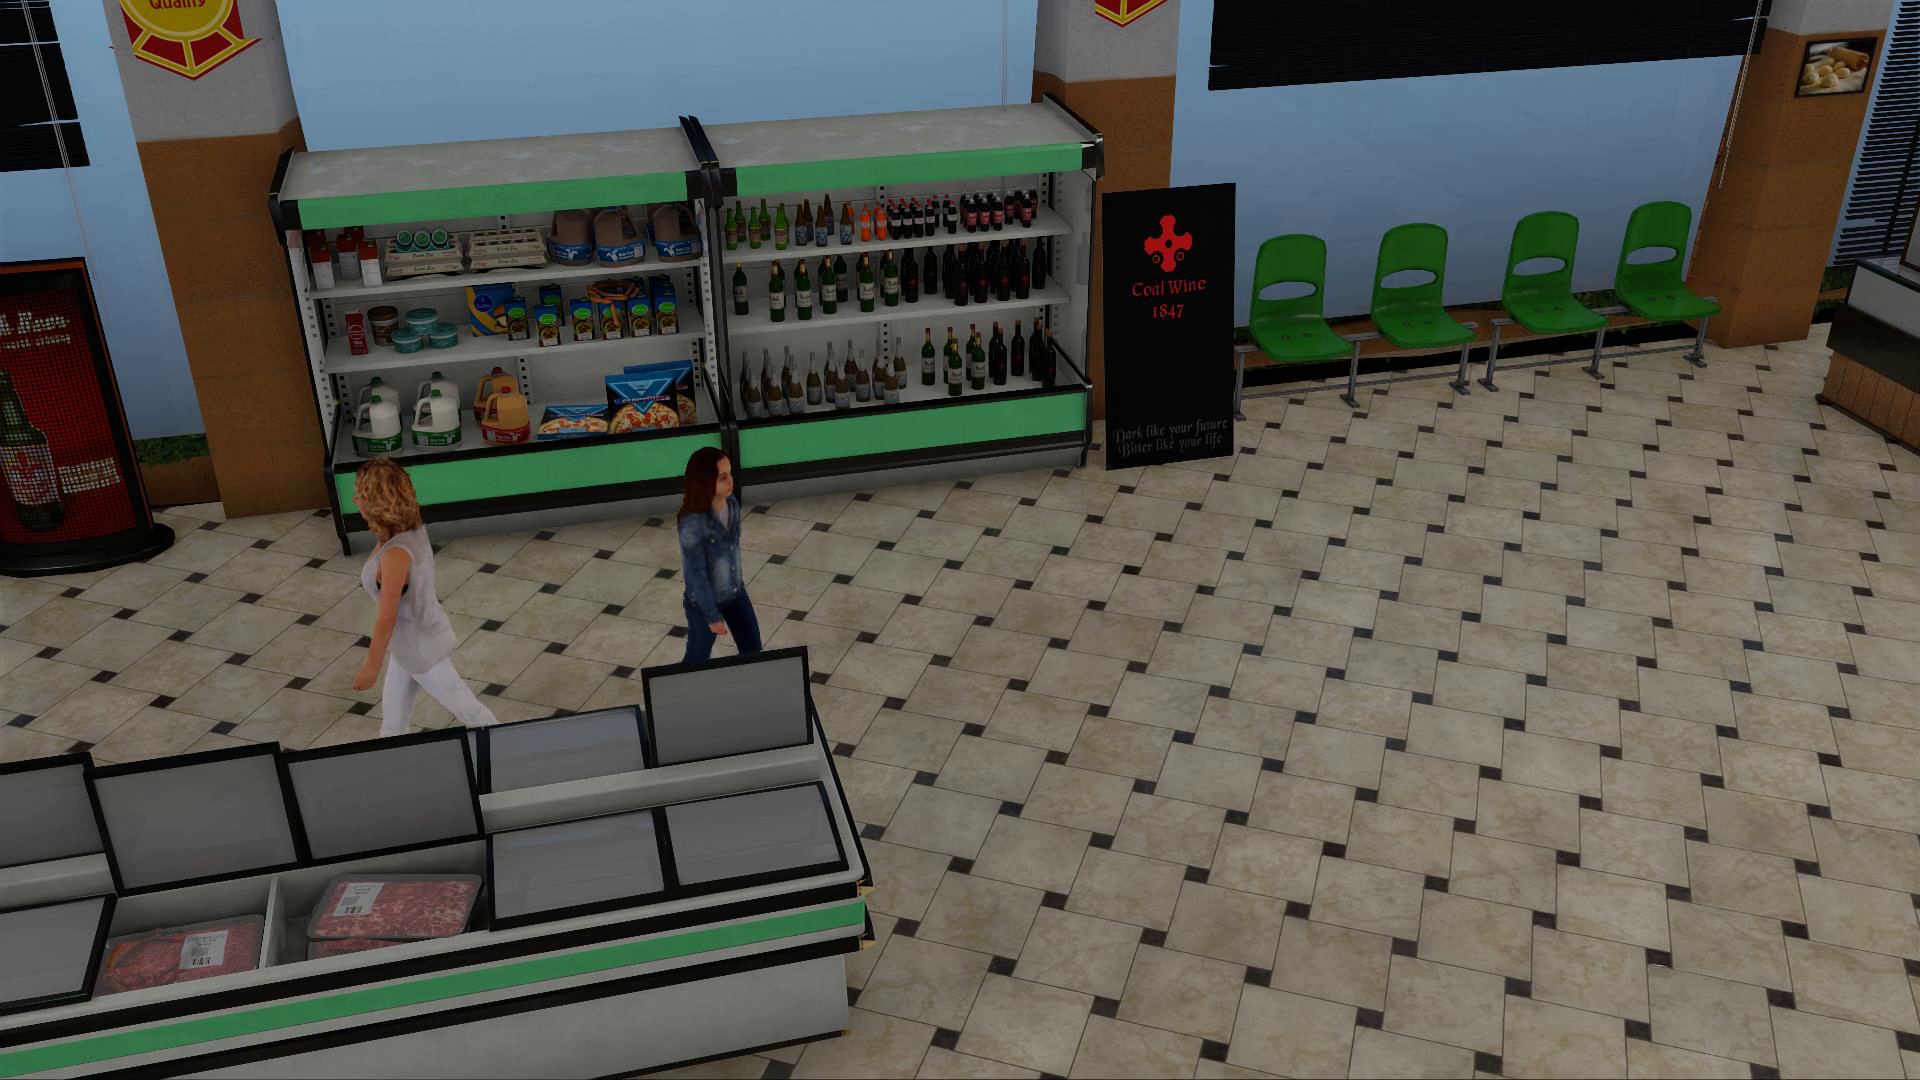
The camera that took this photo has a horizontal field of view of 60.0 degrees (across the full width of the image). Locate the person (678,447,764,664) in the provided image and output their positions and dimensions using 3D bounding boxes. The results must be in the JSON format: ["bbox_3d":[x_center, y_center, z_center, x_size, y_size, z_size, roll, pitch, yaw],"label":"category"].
[{"bbox_3d":[-1.181,0.247,7.560,0.985,1.453,0.925,16,33,27],"label":"person"}]

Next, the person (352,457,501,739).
[{"bbox_3d":[-2.184,0.439,7.027,1.096,1.626,0.633,-9,30,-16],"label":"person"}]
